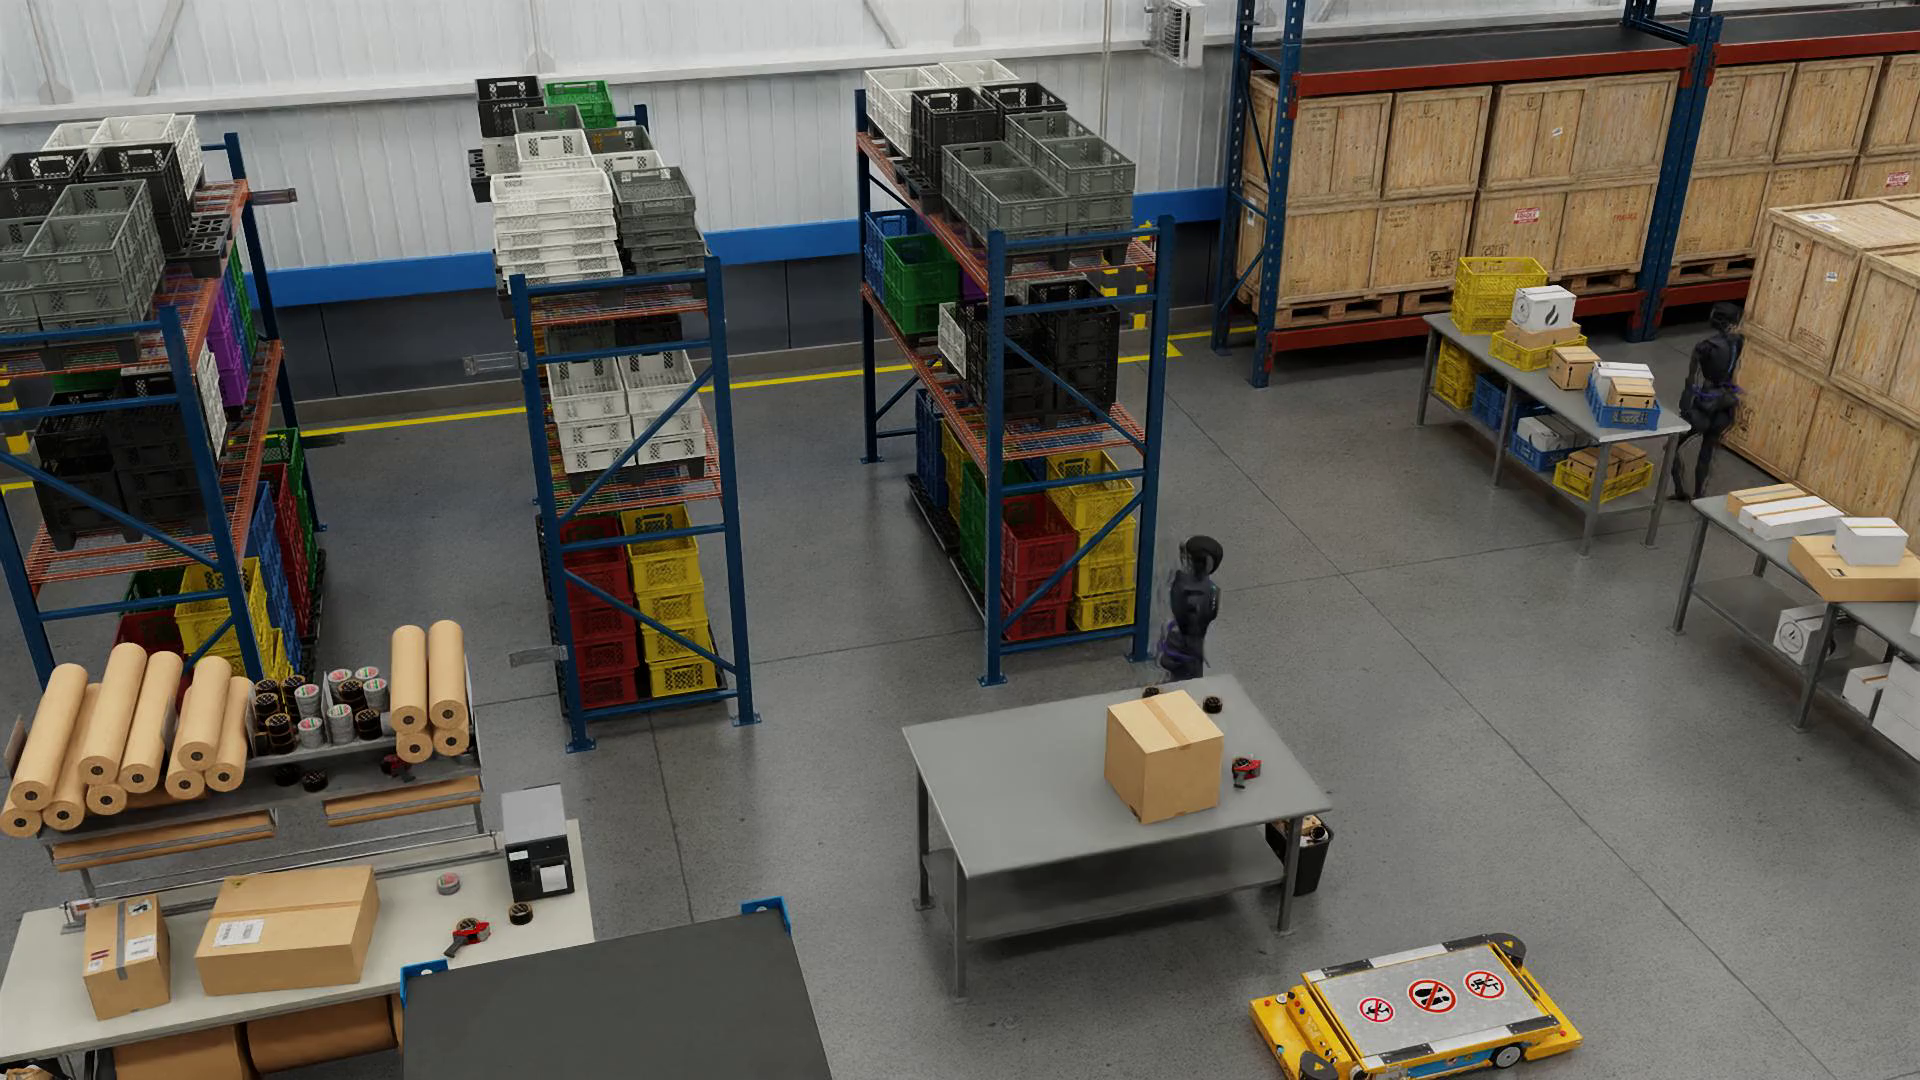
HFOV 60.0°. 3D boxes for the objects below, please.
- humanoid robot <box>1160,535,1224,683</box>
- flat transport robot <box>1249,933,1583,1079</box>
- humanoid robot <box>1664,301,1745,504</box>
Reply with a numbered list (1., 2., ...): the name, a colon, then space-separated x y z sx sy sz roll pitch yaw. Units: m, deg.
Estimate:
1. humanoid robot: 1.258 0.695 9.439 0.398 1.646 0.609 7 30 13
2. flat transport robot: 2.184 2.282 7.980 1.431 0.197 0.652 -8 30 -14
3. humanoid robot: 5.625 -1.034 12.580 0.577 1.644 0.452 -10 30 -17
